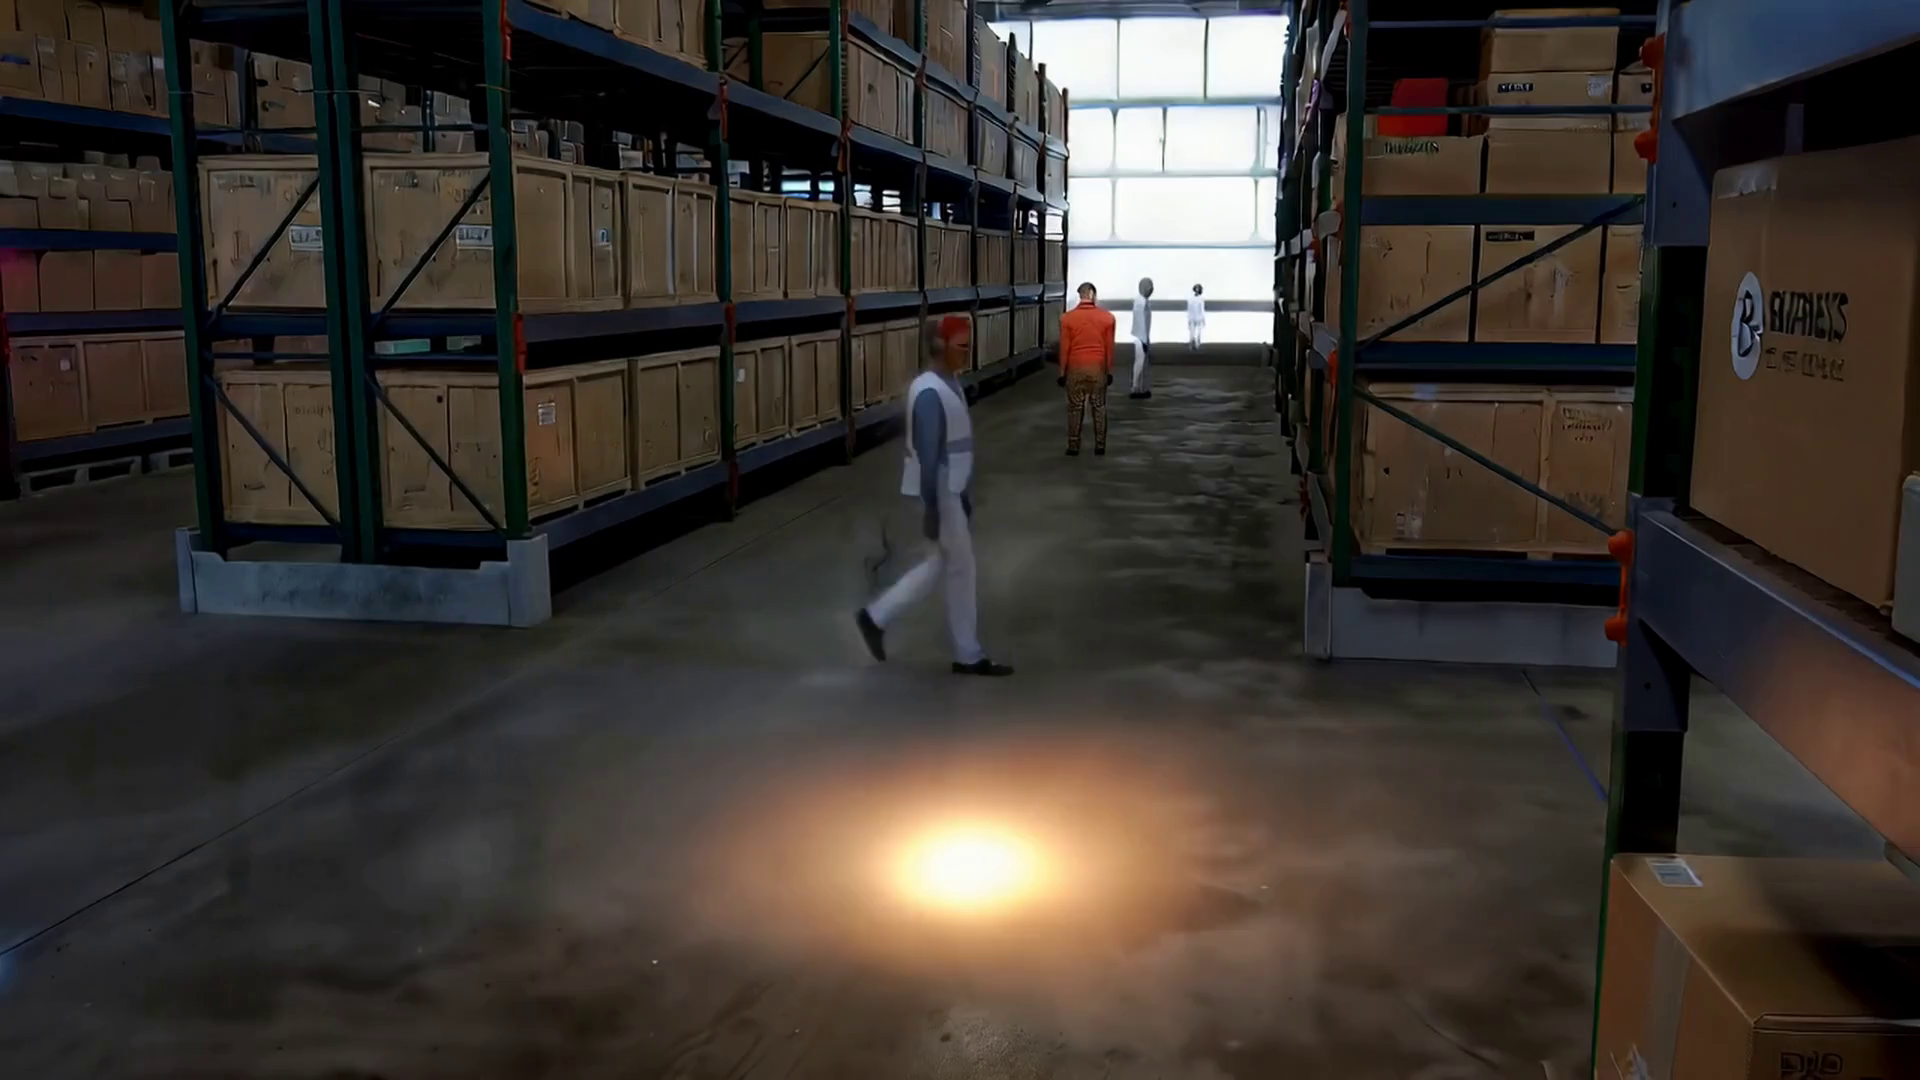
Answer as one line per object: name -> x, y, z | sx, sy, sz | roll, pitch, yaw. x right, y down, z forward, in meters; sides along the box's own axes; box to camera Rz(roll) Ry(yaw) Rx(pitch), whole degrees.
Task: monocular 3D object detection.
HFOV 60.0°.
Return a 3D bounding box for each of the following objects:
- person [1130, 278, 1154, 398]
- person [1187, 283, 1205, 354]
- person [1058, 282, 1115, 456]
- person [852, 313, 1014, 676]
person -> 2.923, -3.245, 26.773 | 0.363, 1.932, 0.632 | 2, 9, 10
person -> 5.879, -5.493, 41.258 | 0.342, 1.747, 0.571 | -7, 11, -37
person -> 1.382, -1.870, 18.304 | 0.645, 1.908, 0.408 | -2, 9, -12
person -> -0.139, -0.222, 8.321 | 0.777, 1.823, 0.576 | 1, 9, 4
